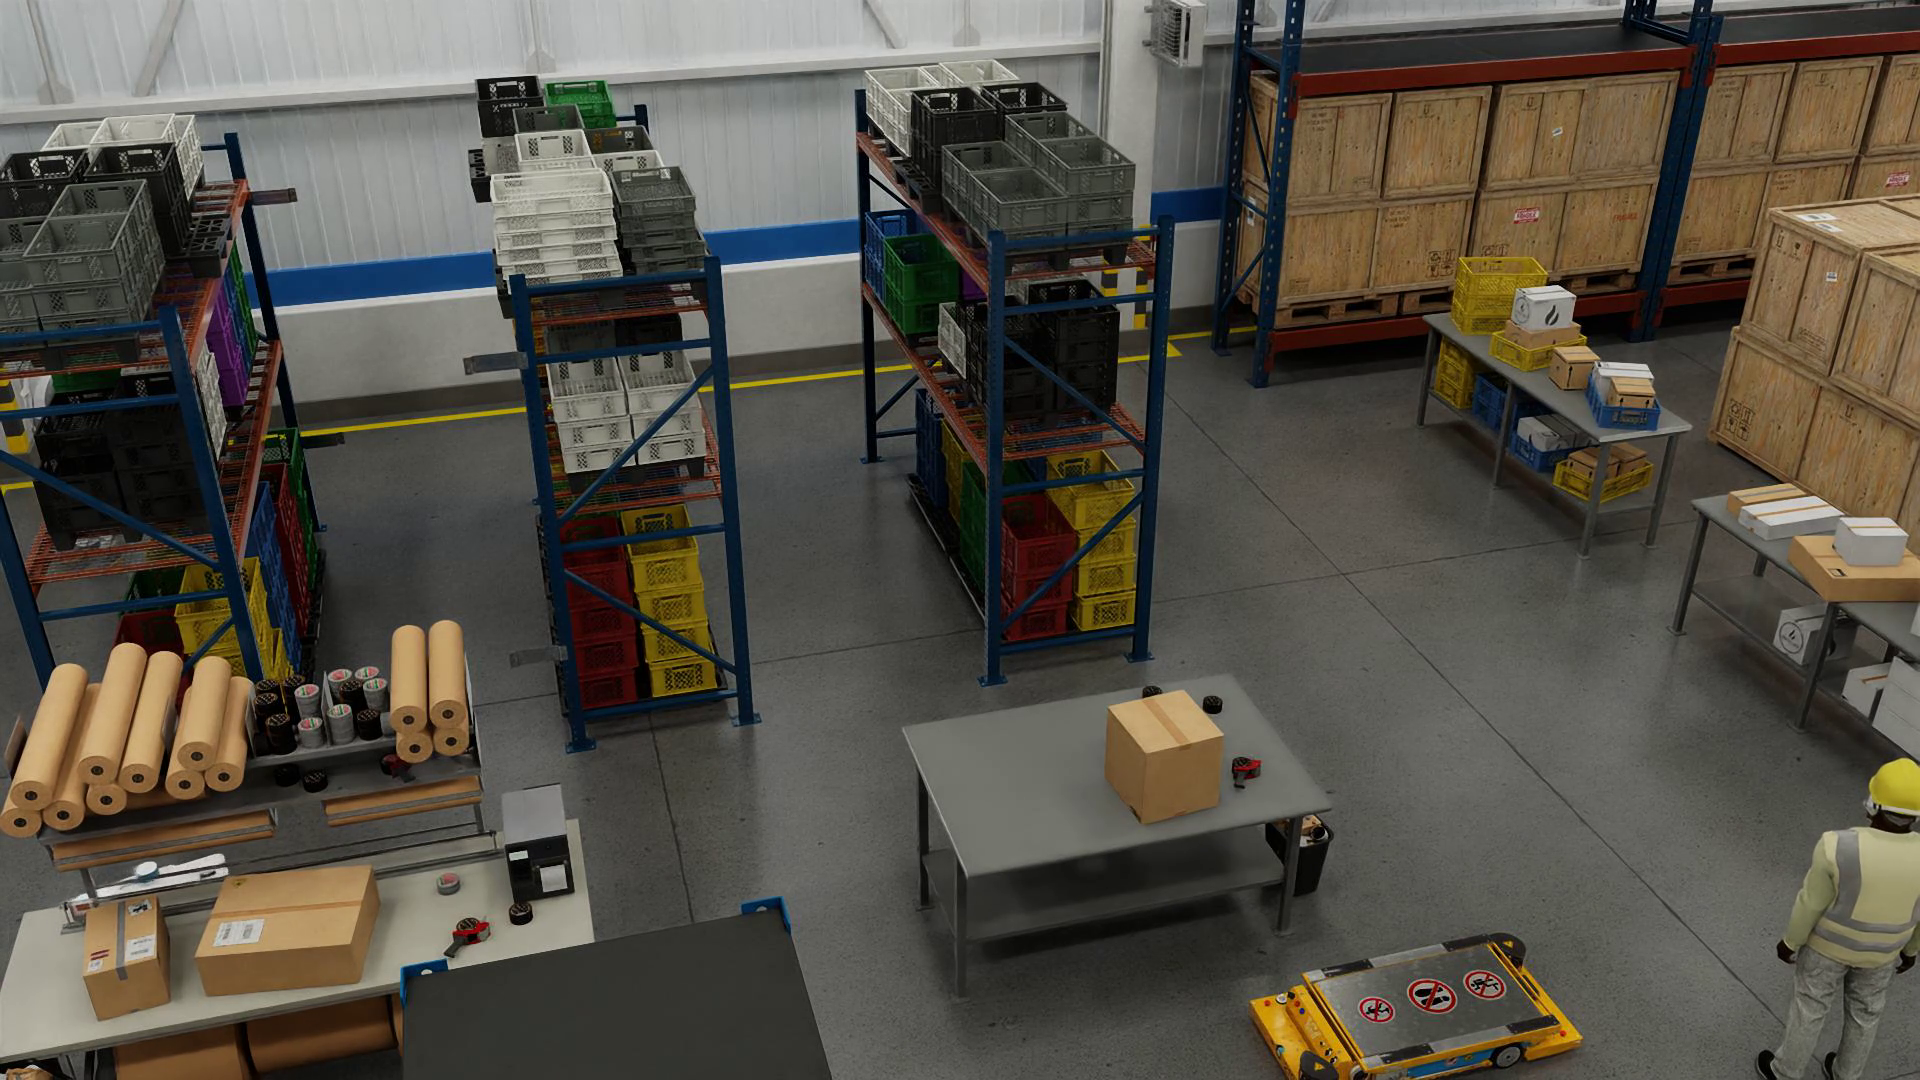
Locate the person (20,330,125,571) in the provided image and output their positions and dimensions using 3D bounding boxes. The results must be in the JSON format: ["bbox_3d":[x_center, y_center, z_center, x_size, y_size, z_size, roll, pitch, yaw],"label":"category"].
[{"bbox_3d":[-6.286,-0.655,11.663,0.584,1.880,0.346,18,33,29],"label":"person"}]

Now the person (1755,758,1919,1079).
[{"bbox_3d":[3.942,1.743,7.350,0.602,1.830,0.404,2,29,4],"label":"person"}]

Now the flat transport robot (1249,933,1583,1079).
[{"bbox_3d":[2.184,2.282,7.980,1.431,0.197,0.652,-8,30,-14],"label":"flat transport robot"}]

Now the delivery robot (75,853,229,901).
[{"bbox_3d":[-4.052,1.843,8.393,0.707,0.478,0.477,-15,32,-26],"label":"delivery robot"}]
